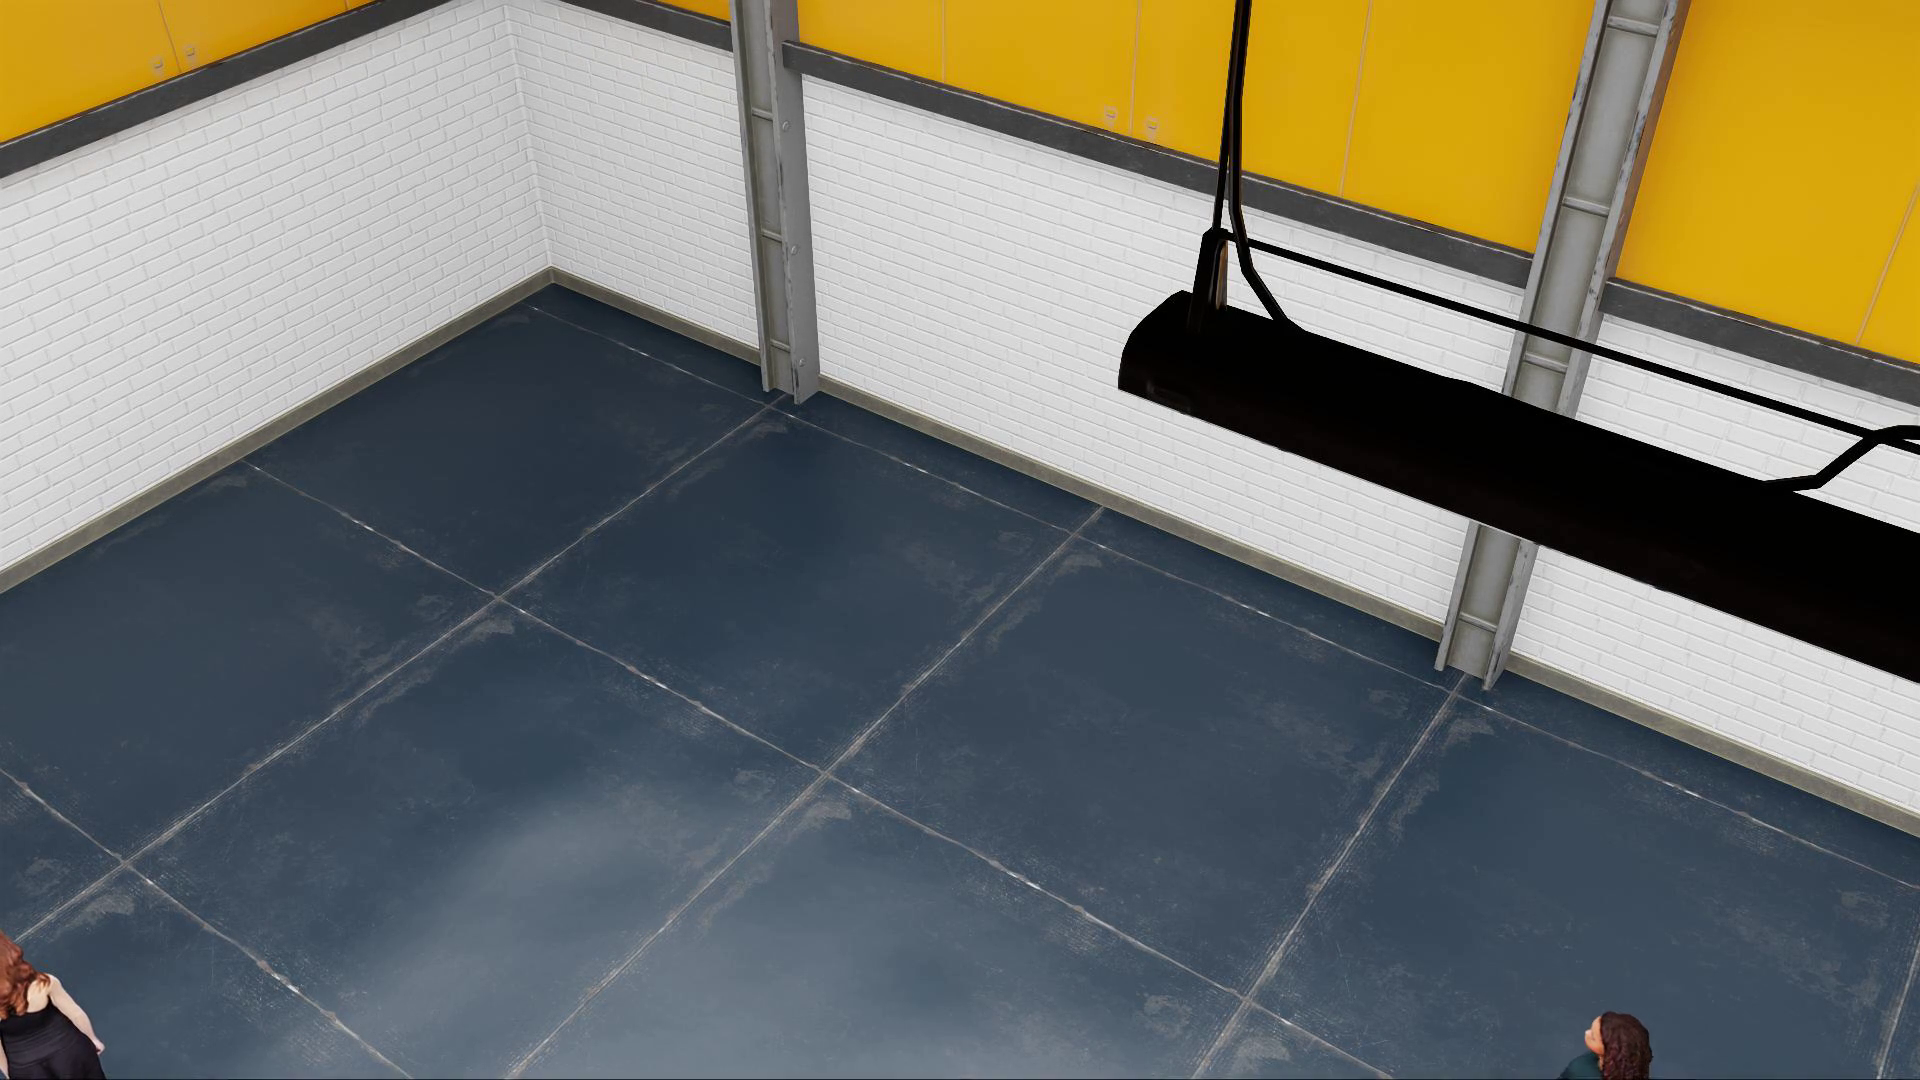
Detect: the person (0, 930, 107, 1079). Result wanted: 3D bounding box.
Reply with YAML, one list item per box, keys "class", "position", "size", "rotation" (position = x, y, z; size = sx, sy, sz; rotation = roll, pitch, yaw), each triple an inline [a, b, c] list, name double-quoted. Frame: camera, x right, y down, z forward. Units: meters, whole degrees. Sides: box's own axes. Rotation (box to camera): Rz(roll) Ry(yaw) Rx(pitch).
- class: "person"
  position: [-4.365, 2.488, 7.960]
  size: [0.654, 1.744, 0.636]
  rotation: [-21, 43, -24]

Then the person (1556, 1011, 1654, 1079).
- class: "person"
  position: [2.950, 2.766, 7.722]
  size: [0.738, 1.608, 0.666]
  rotation: [14, 41, 17]
